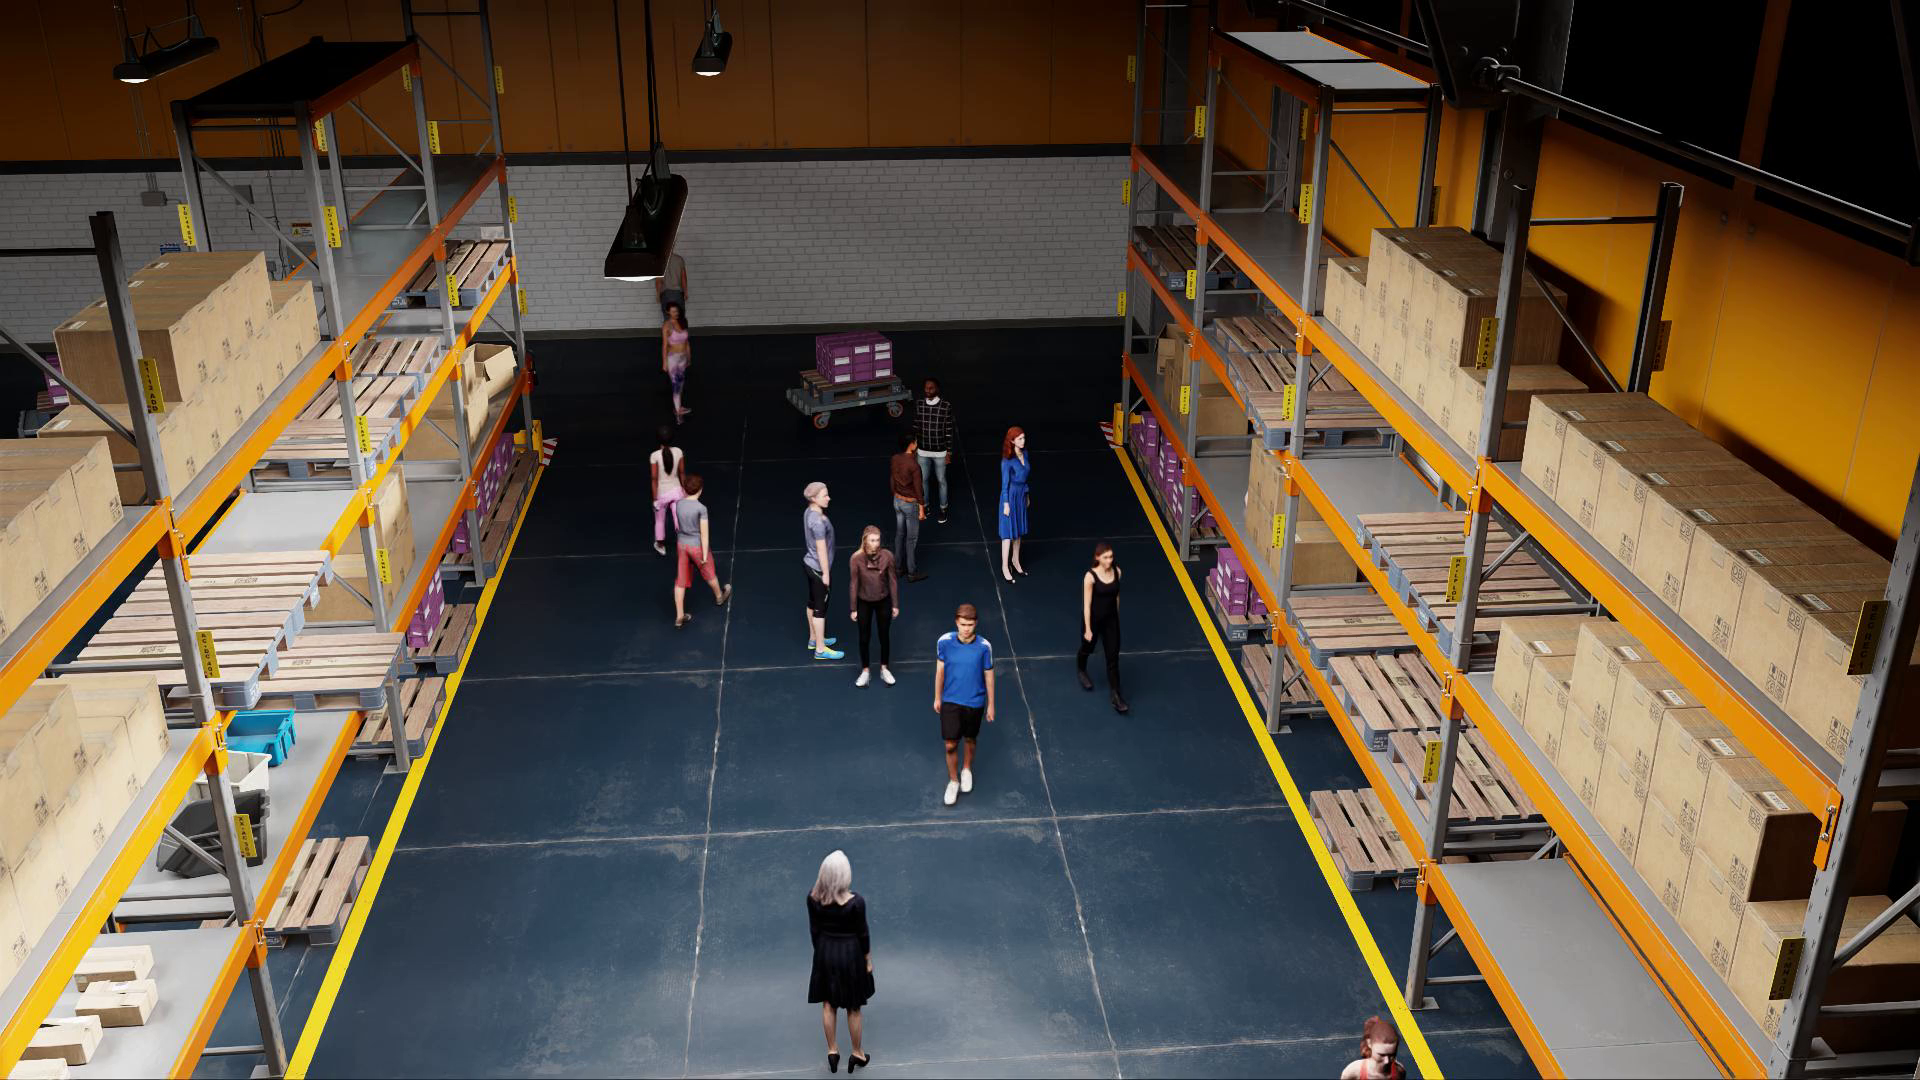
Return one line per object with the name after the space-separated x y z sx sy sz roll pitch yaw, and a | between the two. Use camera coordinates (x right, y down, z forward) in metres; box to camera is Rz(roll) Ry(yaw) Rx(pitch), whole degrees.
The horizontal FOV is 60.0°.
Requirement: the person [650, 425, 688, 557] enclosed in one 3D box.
-3.266 -0.438 18.896 0.932 1.695 1.264 -13 27 -27 | person

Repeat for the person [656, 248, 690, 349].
-4.628 -3.961 26.709 0.707 1.893 0.614 -7 25 -16 | person

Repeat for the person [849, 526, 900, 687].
-0.850 0.630 16.444 0.656 1.702 0.558 -5 24 -12 | person

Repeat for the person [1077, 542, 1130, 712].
1.320 0.783 16.170 0.885 1.641 1.211 -11 26 -24 | person

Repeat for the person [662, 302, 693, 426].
-4.034 -2.547 23.659 0.947 1.745 0.887 14 27 29 | person

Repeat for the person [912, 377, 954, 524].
-0.325 -1.121 20.302 0.733 1.821 0.693 7 24 15 | person

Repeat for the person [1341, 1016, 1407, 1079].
2.381 3.535 9.740 0.563 1.749 0.533 -3 24 -6 | person

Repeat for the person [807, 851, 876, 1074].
-0.808 2.859 11.289 0.667 1.747 0.664 5 24 12 | person

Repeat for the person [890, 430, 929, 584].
-0.598 -0.388 18.677 0.773 1.778 0.685 -21 31 -40 | person

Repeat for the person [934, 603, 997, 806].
0.040 1.357 14.600 0.756 1.847 0.852 1 24 2 | person

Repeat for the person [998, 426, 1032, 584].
0.610 -0.412 18.669 0.766 1.829 0.700 17 29 34 | person

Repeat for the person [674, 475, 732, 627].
-2.899 0.147 17.674 0.946 1.603 1.198 9 25 20 | person

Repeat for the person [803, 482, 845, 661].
-1.449 0.297 16.978 0.749 1.884 0.576 -6 24 -13 | person
